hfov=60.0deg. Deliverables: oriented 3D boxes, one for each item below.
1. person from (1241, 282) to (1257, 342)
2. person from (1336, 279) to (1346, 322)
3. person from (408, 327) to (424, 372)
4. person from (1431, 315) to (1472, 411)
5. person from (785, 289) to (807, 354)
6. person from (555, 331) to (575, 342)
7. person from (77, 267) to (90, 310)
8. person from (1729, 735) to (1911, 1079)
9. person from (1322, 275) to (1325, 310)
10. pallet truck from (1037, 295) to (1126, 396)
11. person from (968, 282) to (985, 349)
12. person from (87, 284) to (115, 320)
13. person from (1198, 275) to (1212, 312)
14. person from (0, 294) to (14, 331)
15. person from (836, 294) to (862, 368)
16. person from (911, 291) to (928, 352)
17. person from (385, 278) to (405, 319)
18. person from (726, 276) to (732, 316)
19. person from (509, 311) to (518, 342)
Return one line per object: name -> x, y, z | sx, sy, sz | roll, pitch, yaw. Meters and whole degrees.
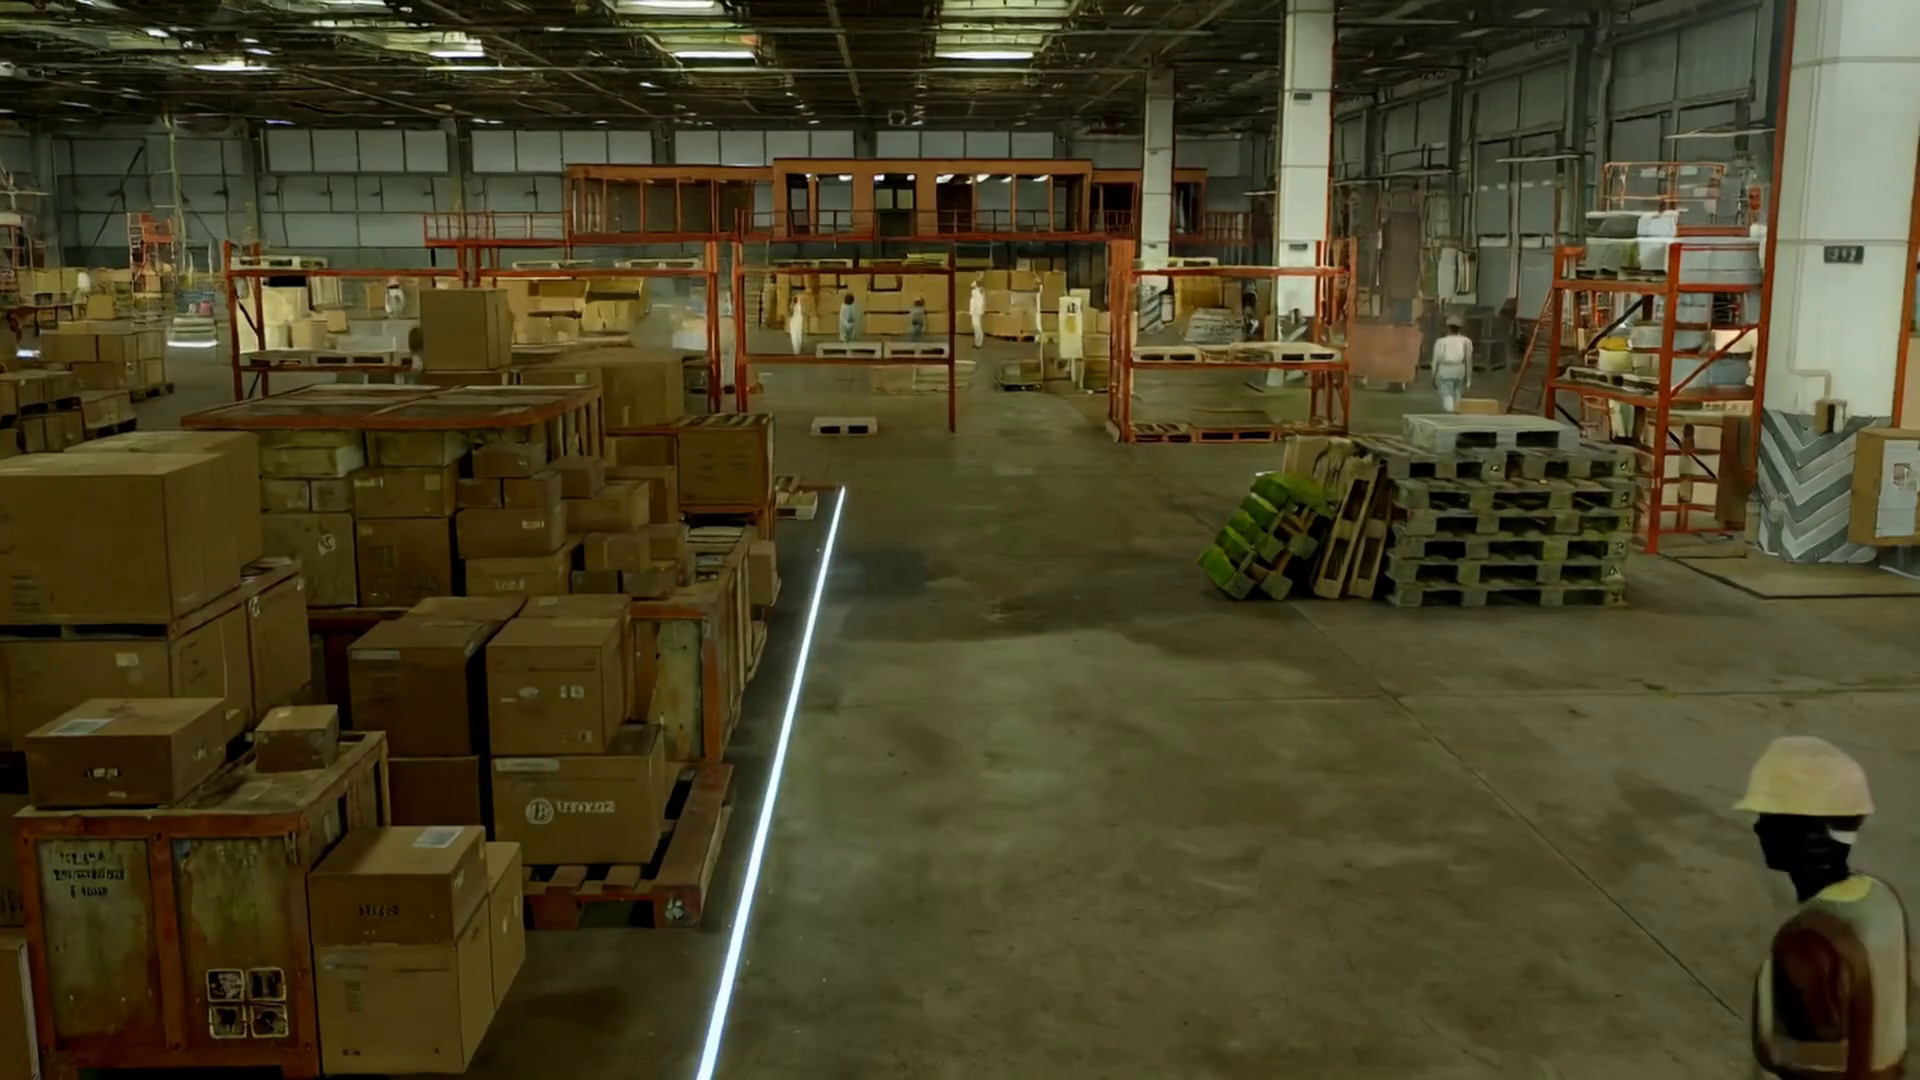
person -> 7.741, -5.931, 44.615 | 0.389, 1.949, 0.602 | 2, 10, 12
person -> 12.030, -7.344, 52.787 | 0.621, 1.845, 0.429 | -7, 12, -35
person -> -7.227, -1.944, 22.576 | 0.827, 1.896, 0.596 | -1, 10, -5
person -> 7.573, -2.515, 25.696 | 0.578, 1.905, 0.859 | 1, 10, 6
person -> -4.209, -5.497, 42.549 | 0.542, 1.818, 0.671 | -4, 11, -23
person -> -4.937, -1.681, 21.029 | 0.417, 1.910, 0.625 | -7, 12, -34
person -> -39.212, -11.273, 74.501 | 0.652, 1.904, 0.403 | 5, 11, 24
person -> 2.031, 1.415, 3.808 | 0.586, 1.911, 0.657 | -10, 14, -44
person -> 13.516, -9.077, 62.370 | 0.591, 1.878, 1.005 | -2, 10, -9
pallet truck -> 2.483, -3.881, 33.060 | 1.885, 1.965, 0.823 | -7, 13, -36
person -> 0.469, -6.404, 47.463 | 0.702, 1.901, 0.631 | 7, 12, 33
person -> -21.324, -5.357, 41.321 | 0.612, 1.982, 0.409 | -5, 12, -28
person -> 10.525, -10.766, 71.456 | 0.612, 1.986, 0.407 | 3, 11, 19
person -> -21.451, -4.588, 37.351 | 0.516, 1.873, 0.329 | 1, 10, 4
person -> -2.638, -5.090, 40.397 | 0.984, 1.792, 0.631 | -9, 14, -42
person -> -1.128, -5.846, 44.750 | 0.493, 1.723, 0.644 | 9, 14, 42
person -> -17.353, -7.082, 51.114 | 0.558, 1.918, 0.553 | -4, 11, -20
person -> -8.349, -8.847, 61.222 | 1.008, 1.829, 0.582 | 6, 12, 31
person -> -9.700, -4.273, 35.687 | 0.504, 1.846, 0.534 | -10, 14, -43
